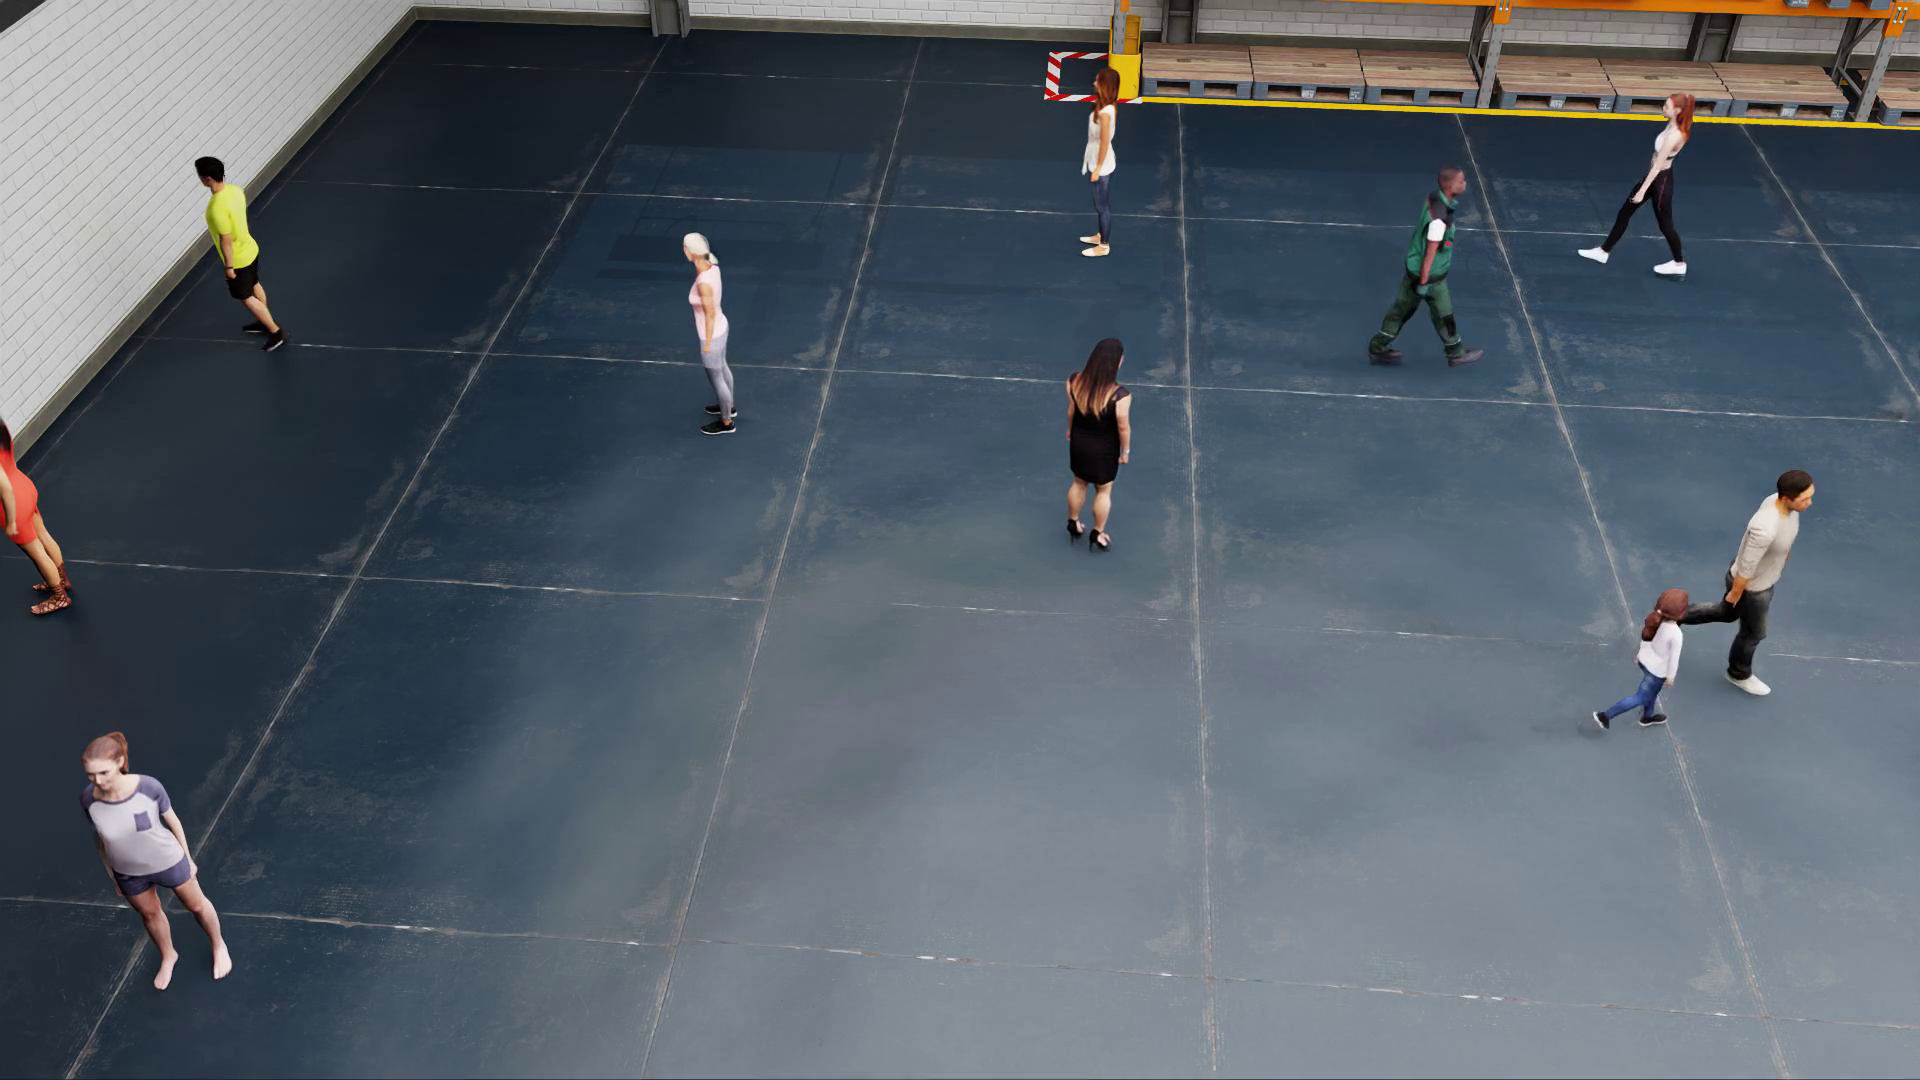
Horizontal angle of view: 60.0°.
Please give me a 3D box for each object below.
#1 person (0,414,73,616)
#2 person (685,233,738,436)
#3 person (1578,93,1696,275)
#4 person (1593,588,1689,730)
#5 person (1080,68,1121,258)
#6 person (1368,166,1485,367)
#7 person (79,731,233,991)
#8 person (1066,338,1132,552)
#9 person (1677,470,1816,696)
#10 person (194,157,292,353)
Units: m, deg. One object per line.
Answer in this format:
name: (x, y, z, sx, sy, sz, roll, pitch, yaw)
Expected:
person: (-6.347, -0.252, 11.187, 0.650, 1.719, 0.659, -11, 40, -13)
person: (-1.914, -1.613, 12.889, 0.510, 1.723, 0.562, 2, 39, 2)
person: (6.294, -3.103, 14.780, 1.243, 1.691, 0.831, 14, 41, 17)
person: (4.299, 0.782, 10.394, 0.808, 1.093, 0.574, -6, 39, -7)
person: (1.301, -3.429, 15.114, 0.505, 1.784, 0.586, 3, 39, 4)
person: (3.726, -2.193, 13.567, 1.158, 1.784, 0.729, 4, 39, 5)
person: (-4.243, 1.682, 8.729, 0.578, 1.766, 0.703, -8, 39, -10)
person: (0.948, -0.653, 11.699, 0.690, 1.709, 0.806, 22, 43, 25)
person: (4.929, 0.210, 10.565, 1.184, 1.774, 0.982, 19, 43, 23)
person: (-6.015, -2.423, 13.900, 0.746, 1.728, 0.667, 1, 39, 1)
